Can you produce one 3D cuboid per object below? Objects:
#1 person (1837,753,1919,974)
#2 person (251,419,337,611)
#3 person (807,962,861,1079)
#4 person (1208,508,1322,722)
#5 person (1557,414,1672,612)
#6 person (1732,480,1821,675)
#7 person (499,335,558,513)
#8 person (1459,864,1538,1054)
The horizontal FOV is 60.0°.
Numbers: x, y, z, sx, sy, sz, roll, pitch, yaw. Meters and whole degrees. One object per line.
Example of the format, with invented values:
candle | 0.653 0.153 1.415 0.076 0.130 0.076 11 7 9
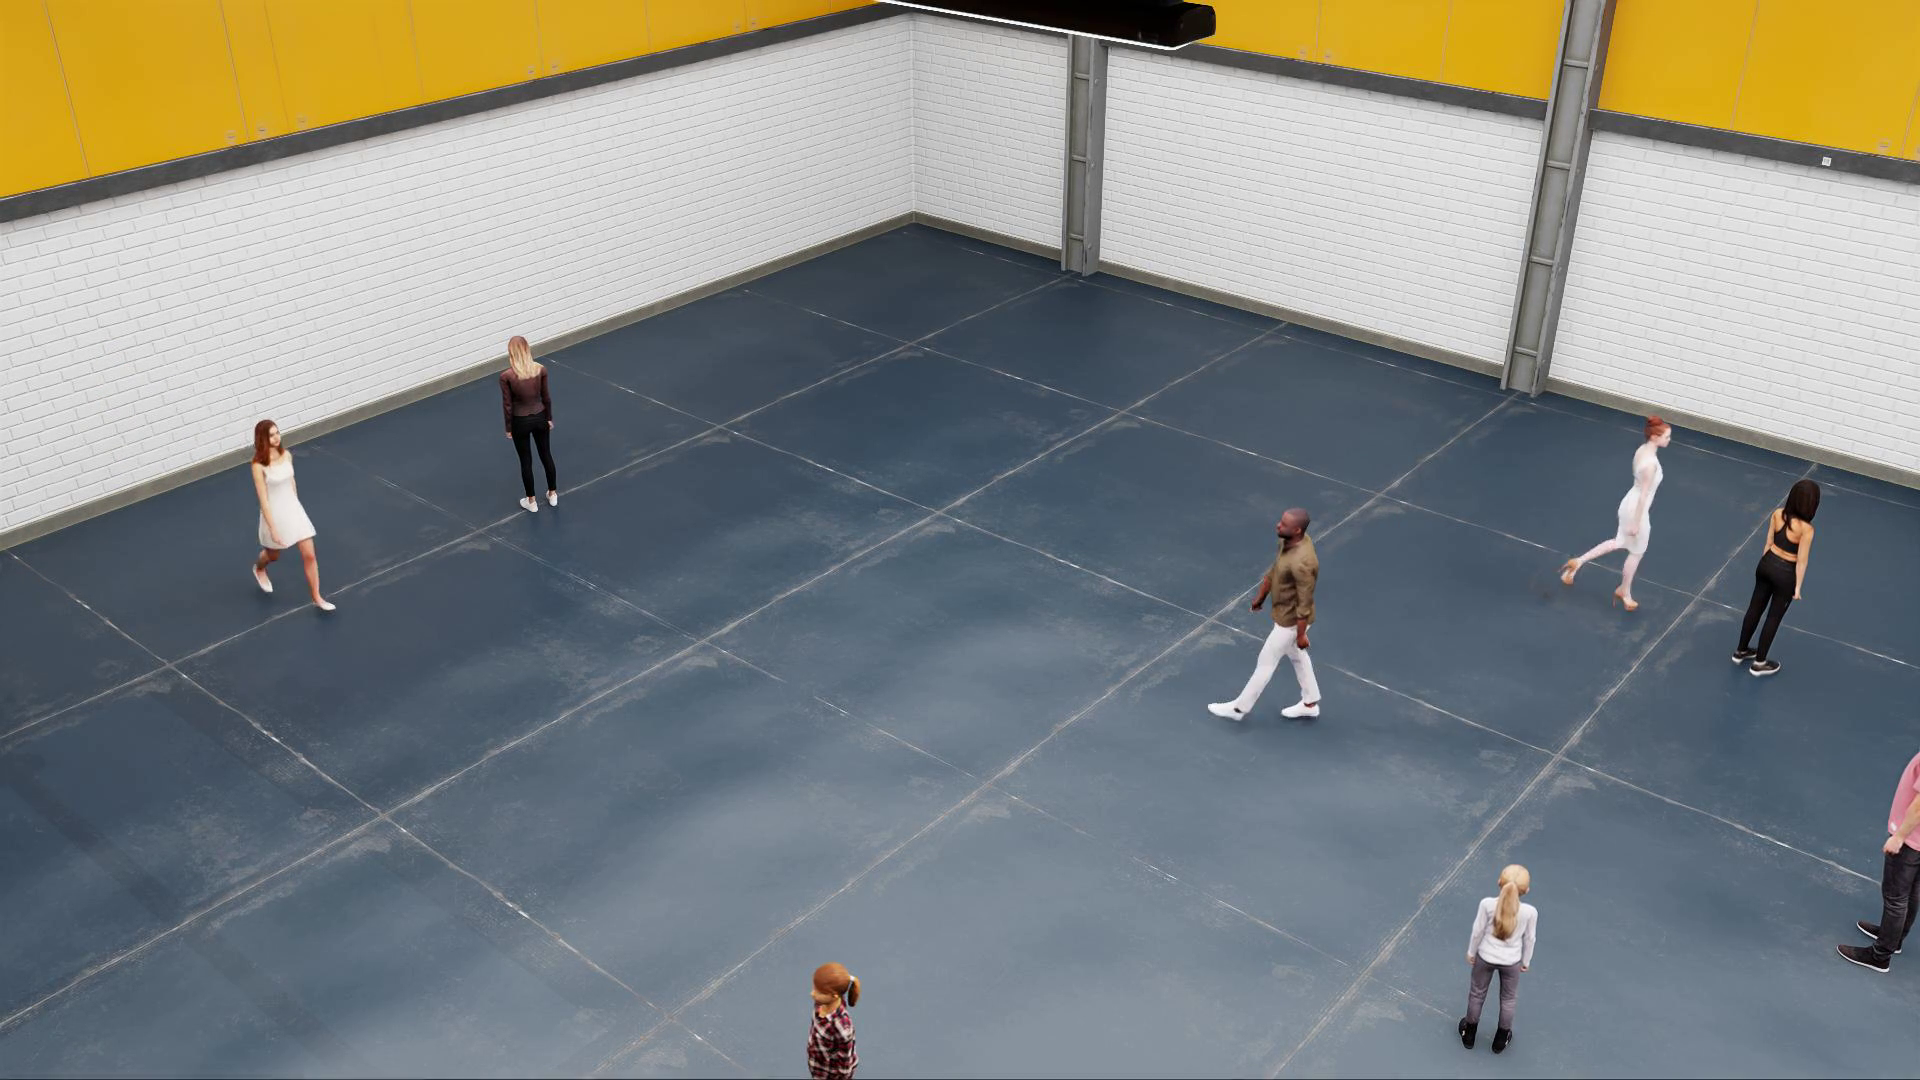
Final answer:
person | 5.729 1.728 9.921 0.643 1.959 0.583 -24 37 -36
person | -5.672 -0.204 13.755 1.116 1.679 0.590 19 34 31
person | -0.659 2.738 8.752 0.669 1.305 0.574 -12 31 -21
person | 2.504 0.573 12.216 1.230 1.788 1.099 3 29 5
person | 5.443 -0.211 13.668 1.012 1.773 0.834 10 30 17
person | 6.346 0.270 12.925 0.660 1.641 0.547 -14 32 -24
person | -3.970 -1.078 15.330 0.653 1.704 0.582 -19 34 -30
person | 3.060 2.371 9.452 0.523 1.278 0.622 9 30 15
